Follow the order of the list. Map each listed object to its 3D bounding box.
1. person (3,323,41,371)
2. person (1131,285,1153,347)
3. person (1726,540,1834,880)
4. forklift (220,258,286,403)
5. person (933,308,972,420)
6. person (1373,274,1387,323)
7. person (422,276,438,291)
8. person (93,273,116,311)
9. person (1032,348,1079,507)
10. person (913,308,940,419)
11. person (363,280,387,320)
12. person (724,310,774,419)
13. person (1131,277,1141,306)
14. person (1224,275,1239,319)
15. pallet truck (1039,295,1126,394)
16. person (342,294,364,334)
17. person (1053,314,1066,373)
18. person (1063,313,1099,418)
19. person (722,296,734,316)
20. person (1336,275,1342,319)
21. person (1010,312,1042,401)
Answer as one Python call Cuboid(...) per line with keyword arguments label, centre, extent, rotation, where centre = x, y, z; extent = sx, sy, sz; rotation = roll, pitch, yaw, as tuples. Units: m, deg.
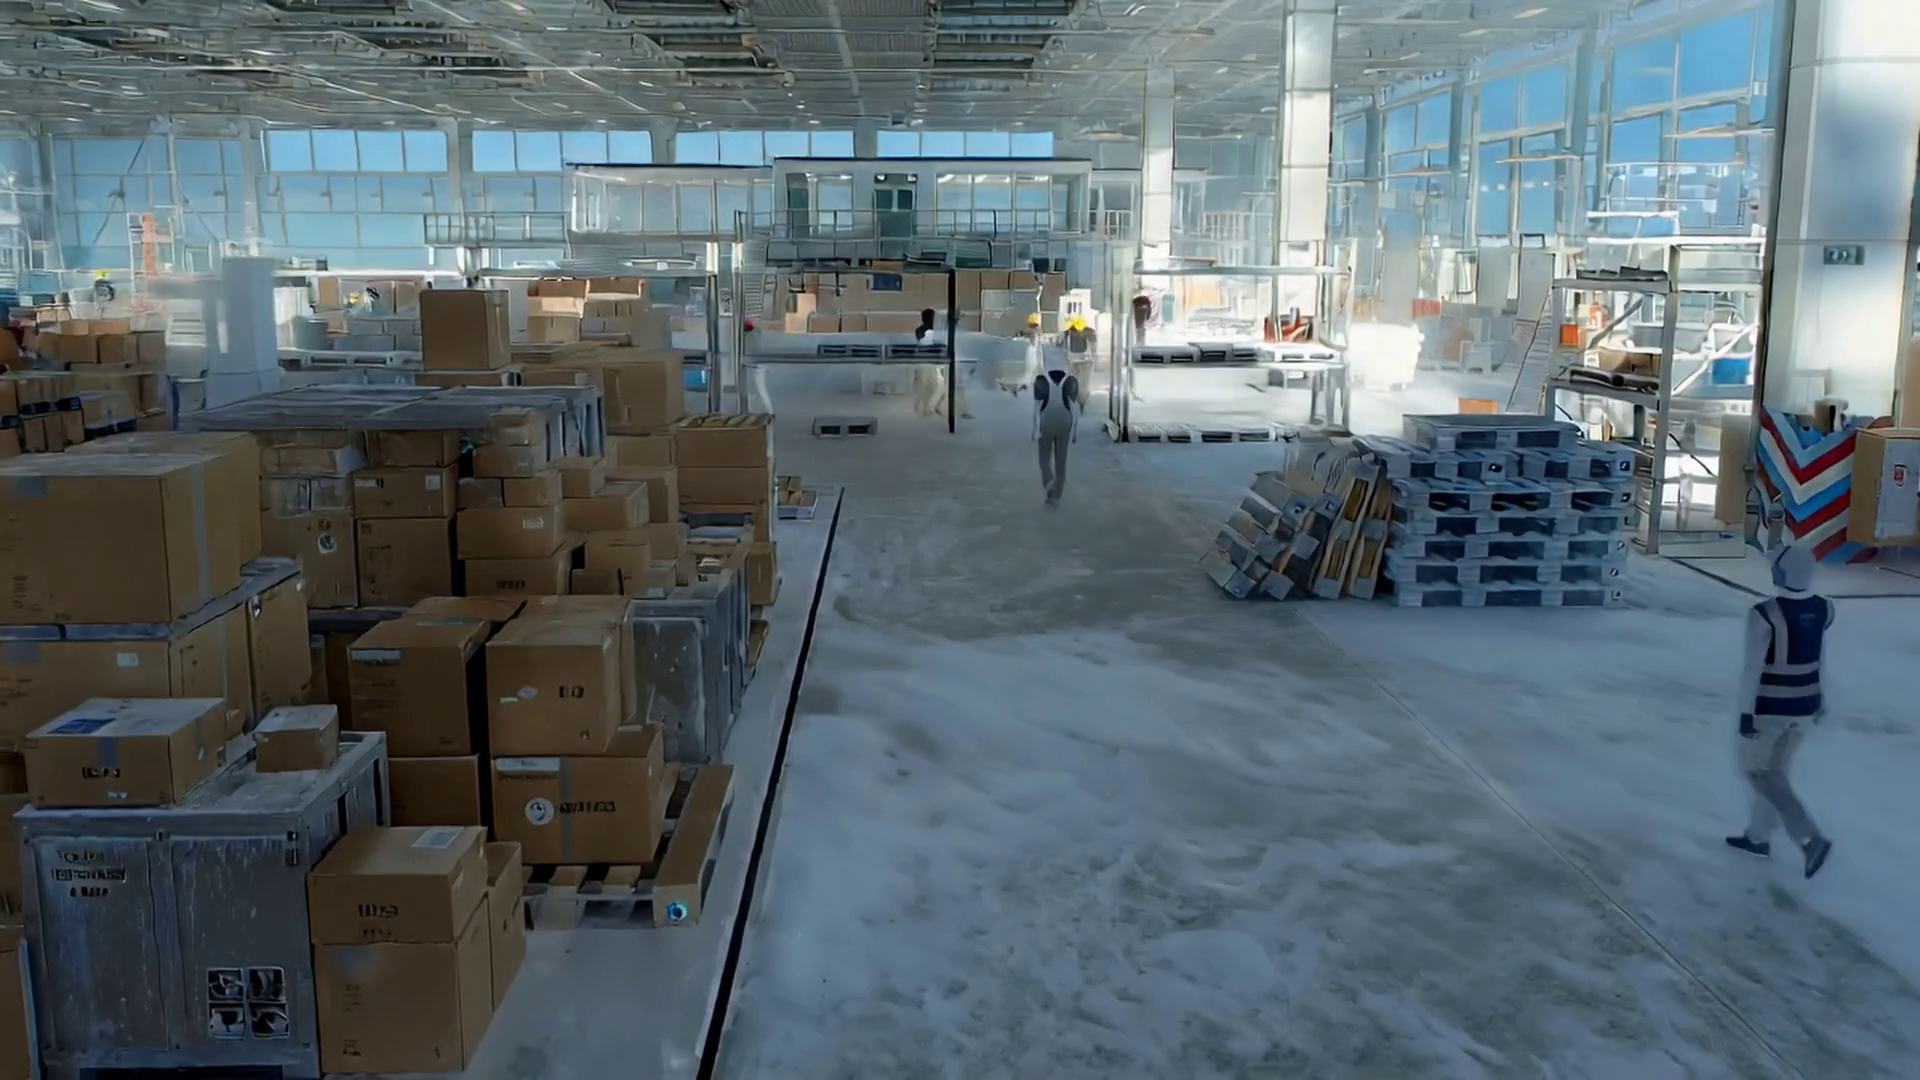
Cuboid(label="person", centre=(-12.614, -1.950, 22.432), extent=(0.466, 1.946, 0.628), rotation=(1, 10, 6))
Cuboid(label="person", centre=(4.828, -5.778, 43.873), extent=(0.639, 1.921, 0.722), rotation=(7, 12, 34))
Cuboid(label="person", centre=(3.982, 0.813, 7.968), extent=(0.520, 1.622, 0.644), rotation=(-4, 11, -20))
Cuboid(label="forklift", centre=(-8.952, -2.188, 21.167), extent=(1.873, 2.768, 1.129), rotation=(0, 10, -2))
Cuboid(label="person", centre=(-0.124, -3.046, 28.669), extent=(0.637, 1.915, 0.898), rotation=(-7, 12, -34))
Cuboid(label="person", centre=(14.990, -8.581, 59.553), extent=(0.398, 1.897, 0.711), rotation=(-4, 11, -19))
Cuboid(label="person", centre=(-19.300, -8.762, 60.626), extent=(0.613, 1.867, 0.540), rotation=(-2, 10, -12))
Cuboid(label="person", centre=(-28.274, -7.812, 55.017), extent=(0.630, 1.984, 1.069), rotation=(-1, 10, -6))
Cuboid(label="person", centre=(1.089, -1.272, 18.980), extent=(0.541, 1.834, 0.481), rotation=(0, 10, 1))
Cuboid(label="person", centre=(-0.592, -3.003, 28.425), extent=(0.448, 1.901, 0.625), rotation=(-3, 11, -18))
Cuboid(label="person", centre=(-15.232, -5.771, 43.470), extent=(0.537, 2.000, 0.675), rotation=(2, 10, 10))
Cuboid(label="person", centre=(-3.552, -2.944, 28.196), extent=(0.598, 1.871, 1.003), rotation=(9, 13, 41))
Cuboid(label="person", centre=(5.526, -7.329, 52.504), extent=(0.439, 1.912, 0.595), rotation=(0, 10, -2))
Cuboid(label="person", centre=(10.611, -9.552, 65.189), extent=(0.942, 1.796, 0.623), rotation=(-9, 14, -41))
Cuboid(label="pallet truck", centre=(2.483, -3.881, 33.060), extent=(1.885, 1.965, 0.823), rotation=(-7, 13, -36))
Cuboid(label="person", centre=(-15.183, -5.316, 41.762), extent=(0.526, 1.742, 0.691), rotation=(1, 10, 7))
Cuboid(label="person", centre=(1.883, -3.390, 31.191), extent=(0.351, 1.692, 0.561), rotation=(2, 10, 11))
Cuboid(label="person", centre=(2.118, -3.051, 28.978), extent=(0.633, 1.814, 0.852), rotation=(4, 11, 21))
Cuboid(label="person", centre=(-5.004, -4.383, 36.263), extent=(0.326, 1.861, 0.498), rotation=(4, 11, 19))
Cuboid(label="person", centre=(14.761, -9.633, 65.110), extent=(0.376, 1.995, 0.612), rotation=(0, 10, 0))
Cuboid(label="person", centre=(1.288, -3.474, 31.582), extent=(0.701, 1.719, 0.484), rotation=(-4, 11, -20))
